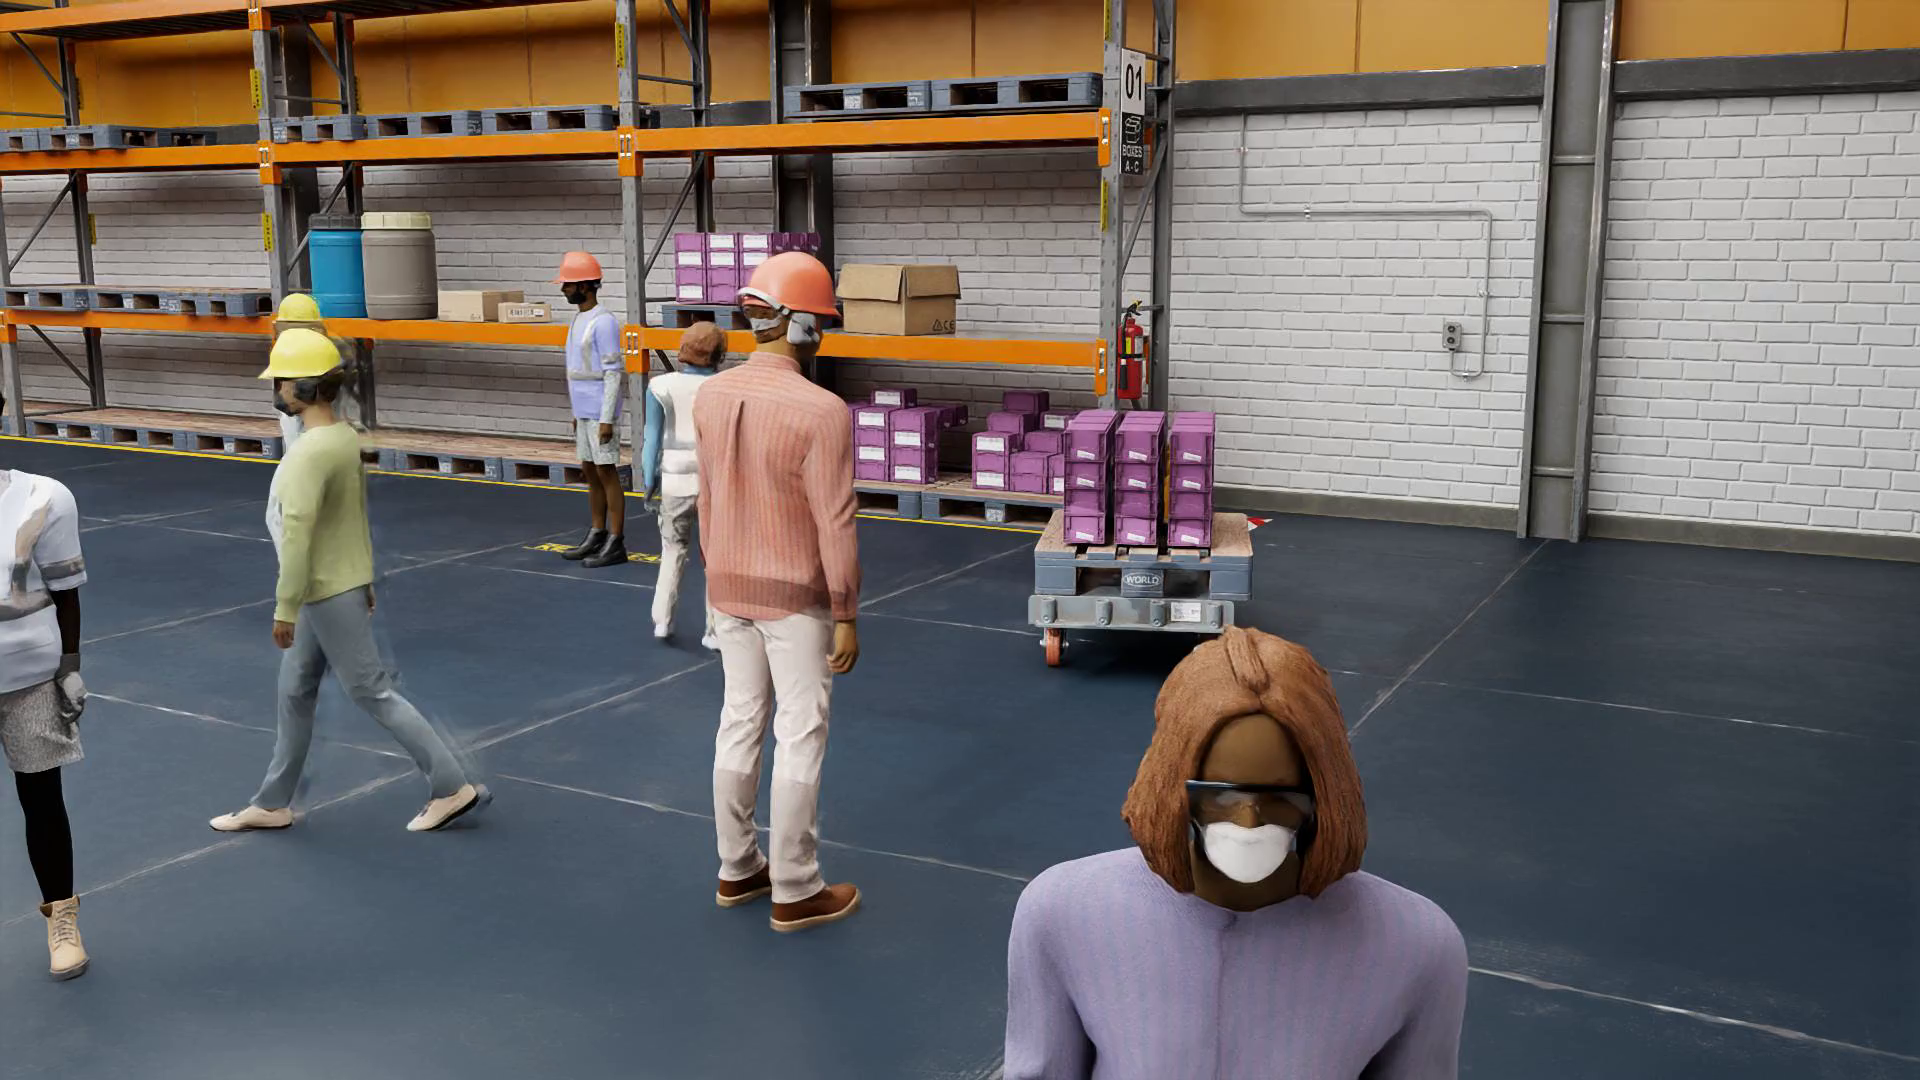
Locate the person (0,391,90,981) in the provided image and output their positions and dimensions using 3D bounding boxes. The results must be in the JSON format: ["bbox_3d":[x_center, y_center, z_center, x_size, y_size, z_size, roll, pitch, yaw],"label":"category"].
[{"bbox_3d":[-2.622,0.374,4.465,0.533,1.697,0.318,-5,11,-25],"label":"person"}]

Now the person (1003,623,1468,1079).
[{"bbox_3d":[0.281,0.888,1.821,0.498,1.633,0.280,1,10,8],"label":"person"}]

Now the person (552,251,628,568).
[{"bbox_3d":[-2.269,-0.795,10.225,0.376,1.934,0.547,-7,12,-33],"label":"person"}]

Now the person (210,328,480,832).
[{"bbox_3d":[-2.081,0.157,5.574,0.895,1.728,0.530,-1,10,-8],"label":"person"}]

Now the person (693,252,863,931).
[{"bbox_3d":[-0.516,0.158,4.882,0.625,1.981,0.410,9,13,39],"label":"person"}]

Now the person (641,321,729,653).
[{"bbox_3d":[-1.298,-0.260,8.158,0.562,1.615,0.482,-1,10,-8],"label":"person"}]

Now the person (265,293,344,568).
[{"bbox_3d":[-3.448,-0.429,8.783,0.519,1.728,0.489,5,11,26],"label":"person"}]
